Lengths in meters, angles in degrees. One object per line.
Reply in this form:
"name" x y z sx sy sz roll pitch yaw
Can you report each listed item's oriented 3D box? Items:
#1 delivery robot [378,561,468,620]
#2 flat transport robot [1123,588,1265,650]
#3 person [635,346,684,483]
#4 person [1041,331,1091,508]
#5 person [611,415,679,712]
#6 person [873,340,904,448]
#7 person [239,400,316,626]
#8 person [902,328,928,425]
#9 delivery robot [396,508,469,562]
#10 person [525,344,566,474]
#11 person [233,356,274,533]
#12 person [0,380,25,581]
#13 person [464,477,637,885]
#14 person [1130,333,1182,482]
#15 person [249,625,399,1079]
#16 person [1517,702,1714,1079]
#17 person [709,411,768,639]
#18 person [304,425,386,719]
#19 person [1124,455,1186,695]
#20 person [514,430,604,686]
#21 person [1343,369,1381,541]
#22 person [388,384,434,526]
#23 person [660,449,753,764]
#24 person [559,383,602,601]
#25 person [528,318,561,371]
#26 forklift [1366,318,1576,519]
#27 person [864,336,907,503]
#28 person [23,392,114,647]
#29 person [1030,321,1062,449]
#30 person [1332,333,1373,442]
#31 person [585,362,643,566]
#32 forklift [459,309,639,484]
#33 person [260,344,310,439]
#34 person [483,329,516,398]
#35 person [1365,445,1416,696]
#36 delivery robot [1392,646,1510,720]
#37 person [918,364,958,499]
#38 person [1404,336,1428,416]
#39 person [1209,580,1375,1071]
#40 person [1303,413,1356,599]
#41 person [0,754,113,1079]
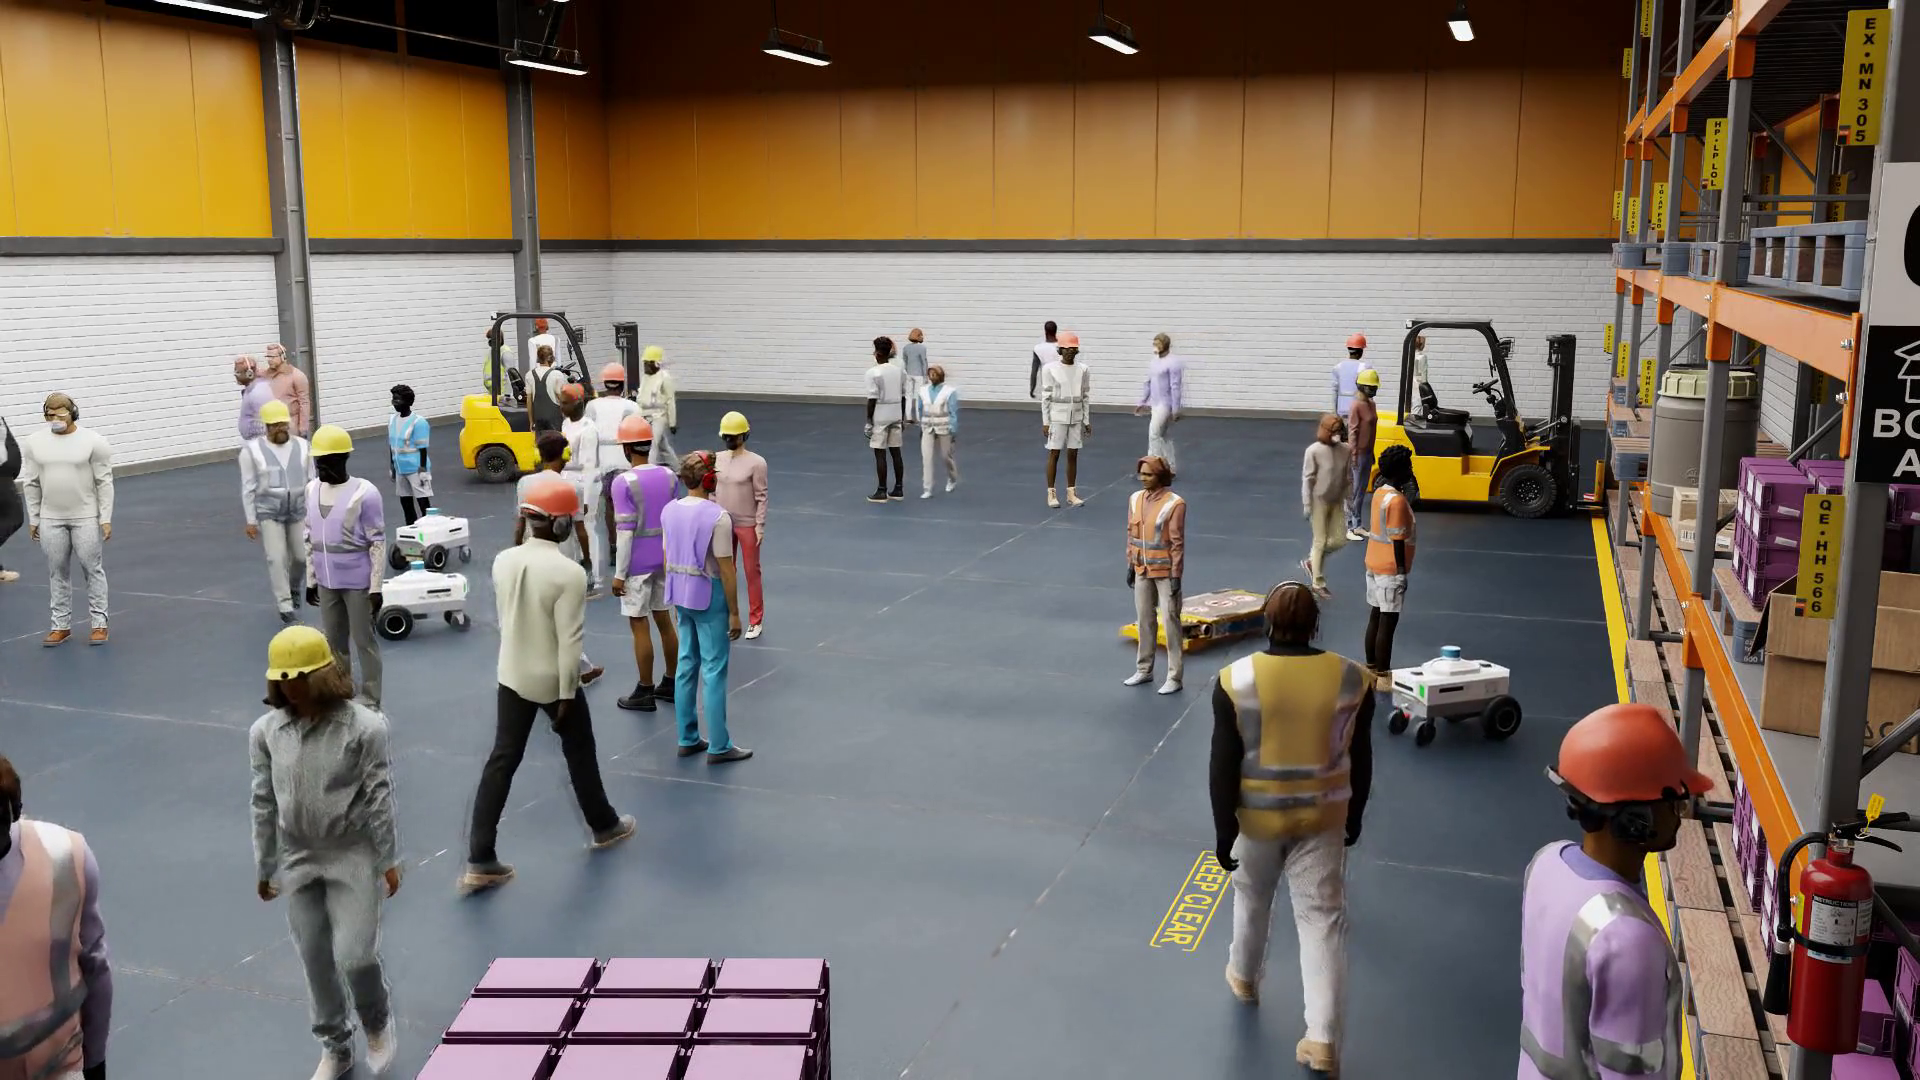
"delivery robot" -4.237 0.411 13.027 0.707 0.478 0.477 -6 12 -28
"flat transport robot" 1.994 0.602 13.015 1.431 0.197 0.652 -9 14 -42
"person" -3.763 -1.531 20.760 0.908 1.794 0.593 -9 13 -41
"person" 1.240 -1.393 19.252 0.605 2.045 0.378 -4 11 -20
"person" -2.078 0.150 10.872 0.371 1.933 0.551 7 12 33
"person" -1.081 -2.194 24.924 0.520 1.620 0.341 2 10 12
"person" -5.462 -0.233 13.371 0.599 1.813 0.532 -8 13 -38
"person" -0.746 -2.758 28.096 0.507 1.631 0.266 8 13 37
"delivery robot" -4.960 -0.058 15.653 0.477 0.478 0.707 4 10 22
"person" -4.967 -1.433 20.059 0.504 1.840 0.345 2 10 12
"person" -7.291 -1.014 17.609 0.636 1.875 0.666 -4 11 -21
"person" -8.660 -0.602 14.812 0.684 2.000 0.550 7 12 35
"person" -2.034 0.663 8.031 0.623 1.932 1.082 6 11 28
"person" 2.460 -1.687 21.302 0.814 1.912 0.642 -3 11 -18
"person" -2.251 1.138 5.885 0.509 1.728 0.392 0 10 2
"person" 1.438 1.362 3.733 0.364 2.048 0.608 0 10 0
"person" -1.728 -0.114 12.842 0.523 1.767 0.313 4 11 22
"person" -3.850 0.241 10.381 0.586 1.928 0.380 4 11 22
"person" 1.333 0.228 11.308 0.317 1.630 0.510 -8 13 -39
"person" -2.731 0.170 11.130 0.535 1.813 0.980 5 11 25
"person" 4.160 -0.879 17.147 0.325 1.765 0.533 8 13 37
"person" -5.376 -0.684 16.273 0.535 1.690 0.322 7 12 33
"person" -1.515 0.393 9.743 0.567 1.850 0.389 8 13 38
"person" -3.296 -0.388 14.057 0.546 1.873 0.617 -7 12 -36
"person" -6.661 -2.636 26.699 0.358 1.886 0.572 10 14 44
"forklift" 5.787 -1.437 19.079 2.313 2.155 1.214 3 11 19
"person" -0.887 -1.426 19.658 0.613 1.963 0.362 -10 14 -43
"person" -6.738 -0.156 12.602 0.629 1.935 0.373 -2 10 -10
"person" 1.340 -2.305 24.761 0.630 1.904 0.590 -3 10 -14
"person" 4.895 -1.599 20.709 0.542 1.939 0.368 9 13 40
"person" -3.268 -0.741 15.940 0.579 1.911 0.750 1 10 5
"forklift" -5.354 -1.902 21.697 2.313 2.155 1.214 -2 10 -13
"person" -7.826 -1.312 19.195 0.652 1.904 0.403 3 10 16
"person" -6.691 -2.156 24.142 0.430 1.839 0.619 -9 13 -40
"person" 2.918 0.199 11.269 0.318 1.697 0.533 0 10 -1
"delivery robot" 3.028 0.899 10.275 0.707 0.478 0.477 -4 11 -22
"person" -0.249 -1.331 20.129 0.524 1.606 0.771 4 11 20
"person" 7.025 -2.331 25.682 0.312 1.638 0.512 -5 11 -24
"person" 1.253 1.036 6.320 0.626 1.795 0.992 1 10 3
"person" 3.145 -0.308 14.356 0.531 1.608 0.493 -5 11 -26
"person" -2.435 1.400 4.158 0.656 1.808 0.774 -7 12 -36
